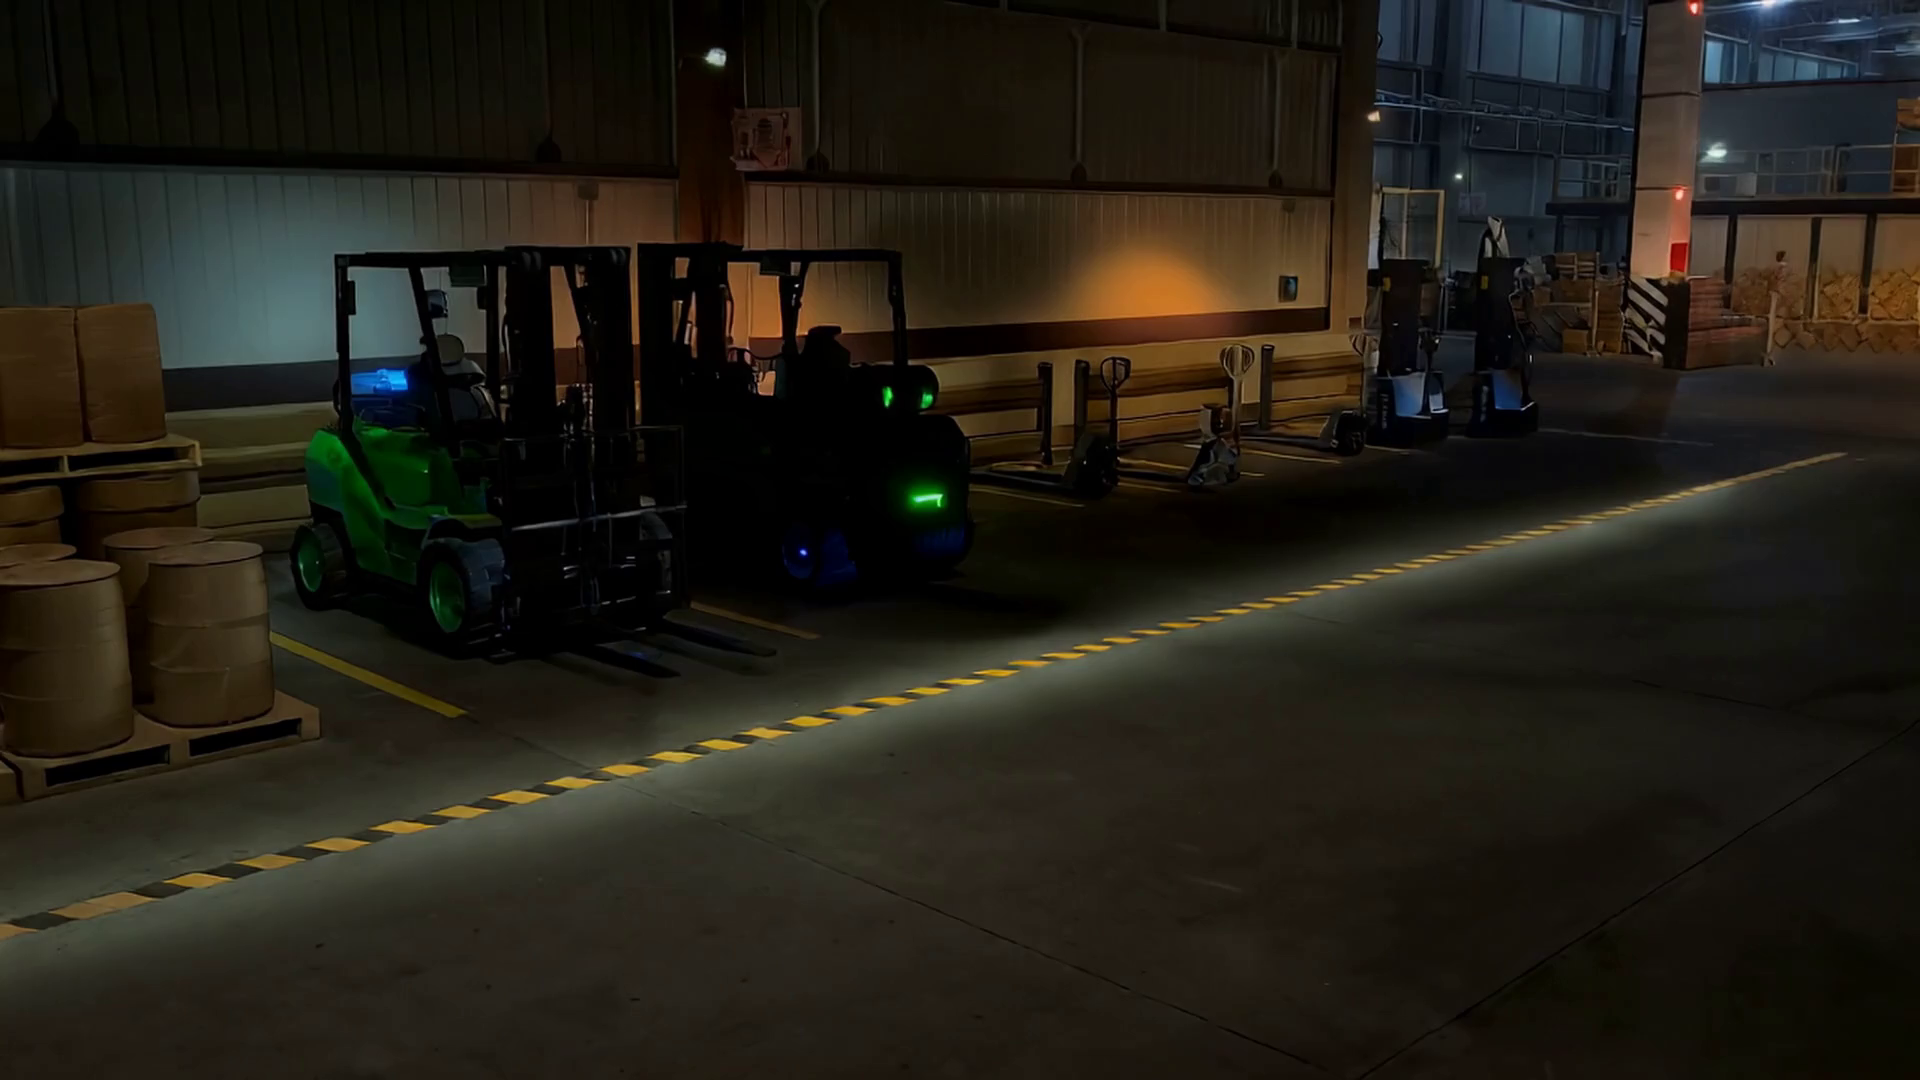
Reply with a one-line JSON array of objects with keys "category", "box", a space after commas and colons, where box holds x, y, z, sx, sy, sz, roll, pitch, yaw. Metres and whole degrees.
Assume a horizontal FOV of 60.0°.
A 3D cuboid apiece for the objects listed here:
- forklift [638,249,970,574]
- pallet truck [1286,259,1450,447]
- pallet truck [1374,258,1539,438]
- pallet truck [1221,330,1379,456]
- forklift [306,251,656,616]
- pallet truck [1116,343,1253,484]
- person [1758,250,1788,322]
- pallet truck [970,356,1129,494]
[{"category": "forklift", "box": [-1.173, -0.958, 11.239, 2.680, 1.987, 1.157, 10, 14, 43]}, {"category": "pallet truck", "box": [4.493, -2.078, 18.196, 0.823, 1.965, 1.885, -9, 14, -40]}, {"category": "pallet truck", "box": [5.704, -2.208, 18.901, 1.885, 1.965, 0.823, 10, 14, 43]}, {"category": "pallet truck", "box": [3.563, -1.581, 17.381, 0.653, 1.274, 1.630, -10, 14, -44]}, {"category": "forklift", "box": [-2.833, -0.669, 9.694, 1.157, 1.987, 2.680, -10, 14, -44]}, {"category": "pallet truck", "box": [1.962, -1.215, 15.415, 1.522, 1.261, 0.704, 10, 14, 43]}, {"category": "person", "box": [21.115, -6.575, 43.112, 0.622, 1.846, 0.888, -10, 14, -44]}, {"category": "pallet truck", "box": [0.784, -1.085, 14.876, 0.680, 1.201, 1.601, -10, 14, -44]}]
